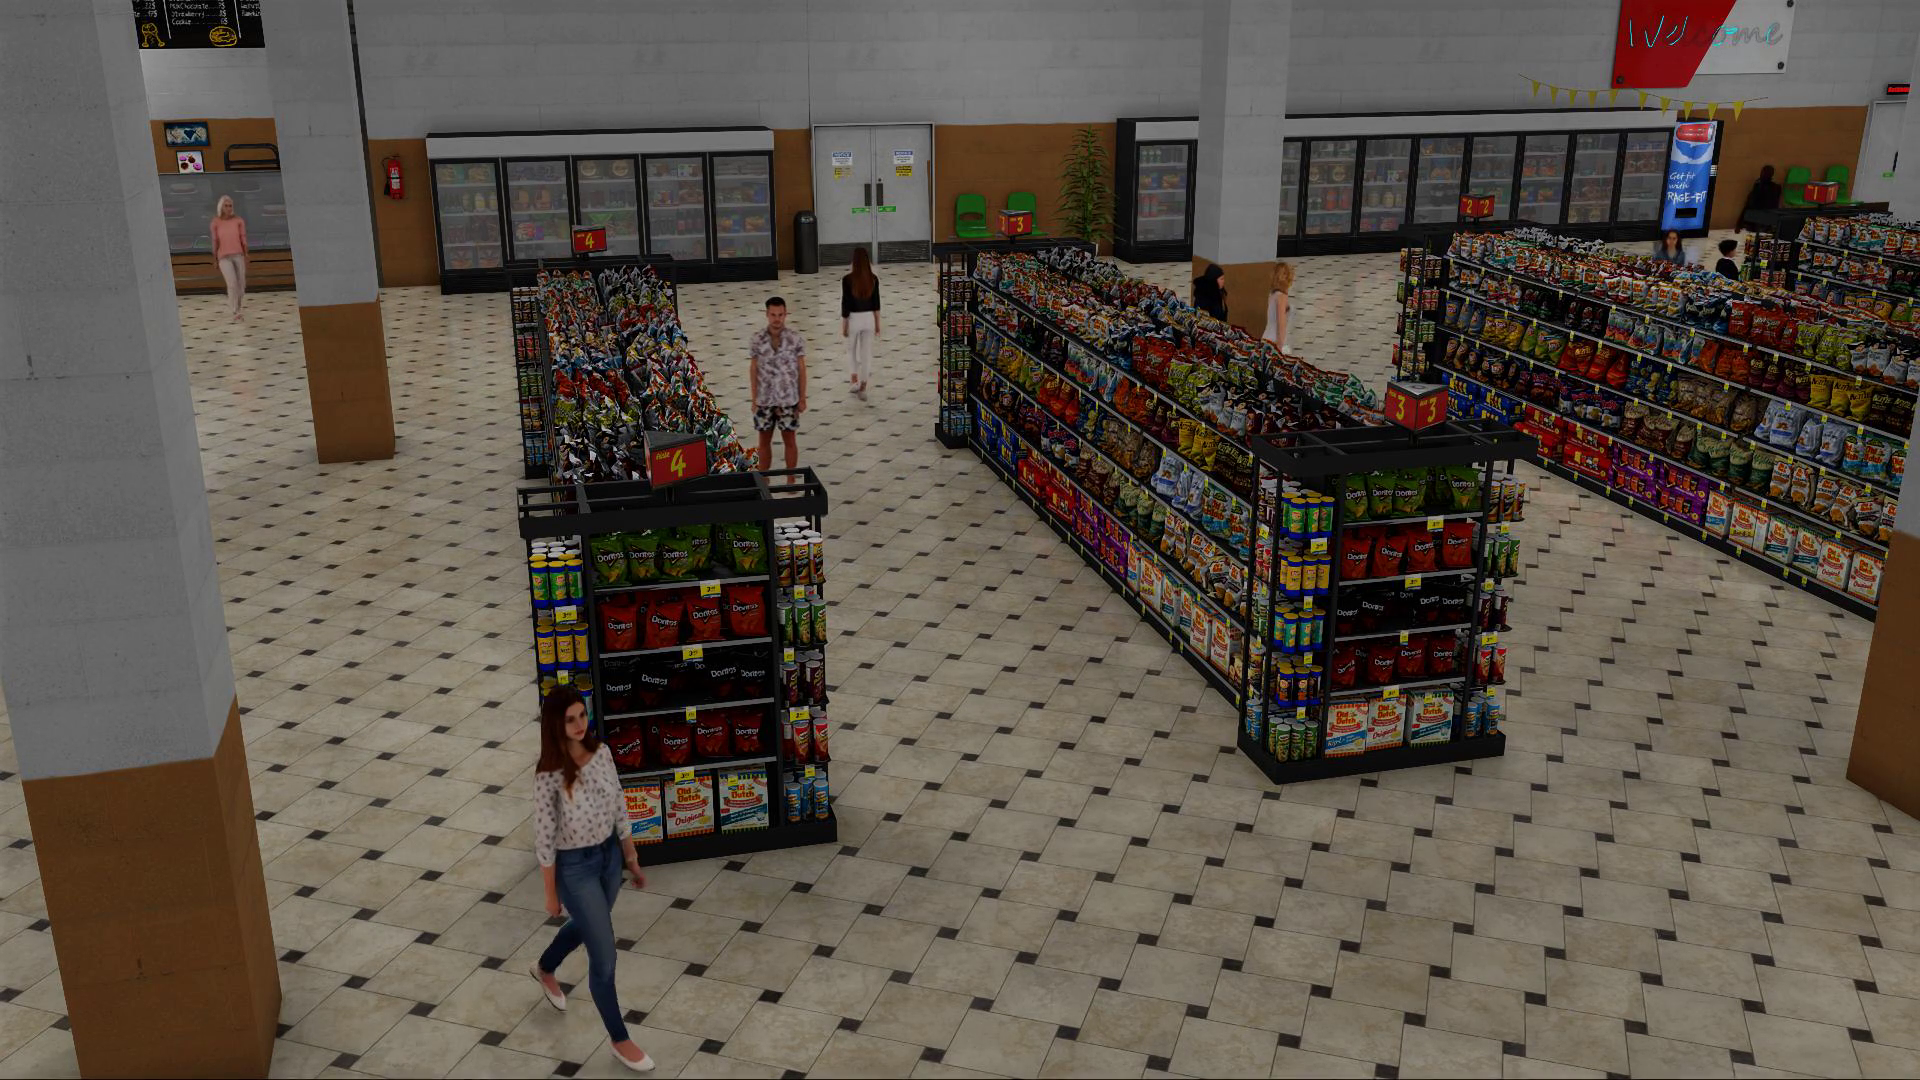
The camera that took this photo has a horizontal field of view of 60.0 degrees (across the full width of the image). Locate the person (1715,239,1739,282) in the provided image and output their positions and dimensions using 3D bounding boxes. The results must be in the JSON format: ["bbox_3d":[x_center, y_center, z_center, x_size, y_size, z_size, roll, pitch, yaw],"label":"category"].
[{"bbox_3d":[10.229,-3.418,22.287,0.558,1.227,0.427,-4,19,-13],"label":"person"}]

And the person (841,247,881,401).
[{"bbox_3d":[-1.096,-2.385,18.500,0.620,1.691,0.609,-3,19,-9],"label":"person"}]

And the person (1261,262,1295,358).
[{"bbox_3d":[3.307,-2.123,17.786,0.726,1.650,0.593,-2,19,-7],"label":"person"}]

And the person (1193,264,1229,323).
[{"bbox_3d":[2.617,-2.102,17.682,0.850,1.676,0.778,8,20,23],"label":"person"}]

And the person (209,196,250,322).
[{"bbox_3d":[-10.075,-3.890,22.954,0.852,1.697,1.090,-11,22,-30],"label":"person"}]

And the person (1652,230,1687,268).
[{"bbox_3d":[9.117,-3.273,21.482,0.676,1.466,0.693,5,19,13],"label":"person"}]

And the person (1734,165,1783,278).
[{"bbox_3d":[12.364,-4.817,25.530,0.826,1.806,1.031,-9,21,-26],"label":"person"}]

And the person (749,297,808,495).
[{"bbox_3d":[-1.675,-1.328,15.175,0.719,1.812,0.670,0,19,-1],"label":"person"}]

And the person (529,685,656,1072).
[{"bbox_3d":[-1.674,1.412,7.225,1.137,1.699,1.022,12,22,32],"label":"person"}]
